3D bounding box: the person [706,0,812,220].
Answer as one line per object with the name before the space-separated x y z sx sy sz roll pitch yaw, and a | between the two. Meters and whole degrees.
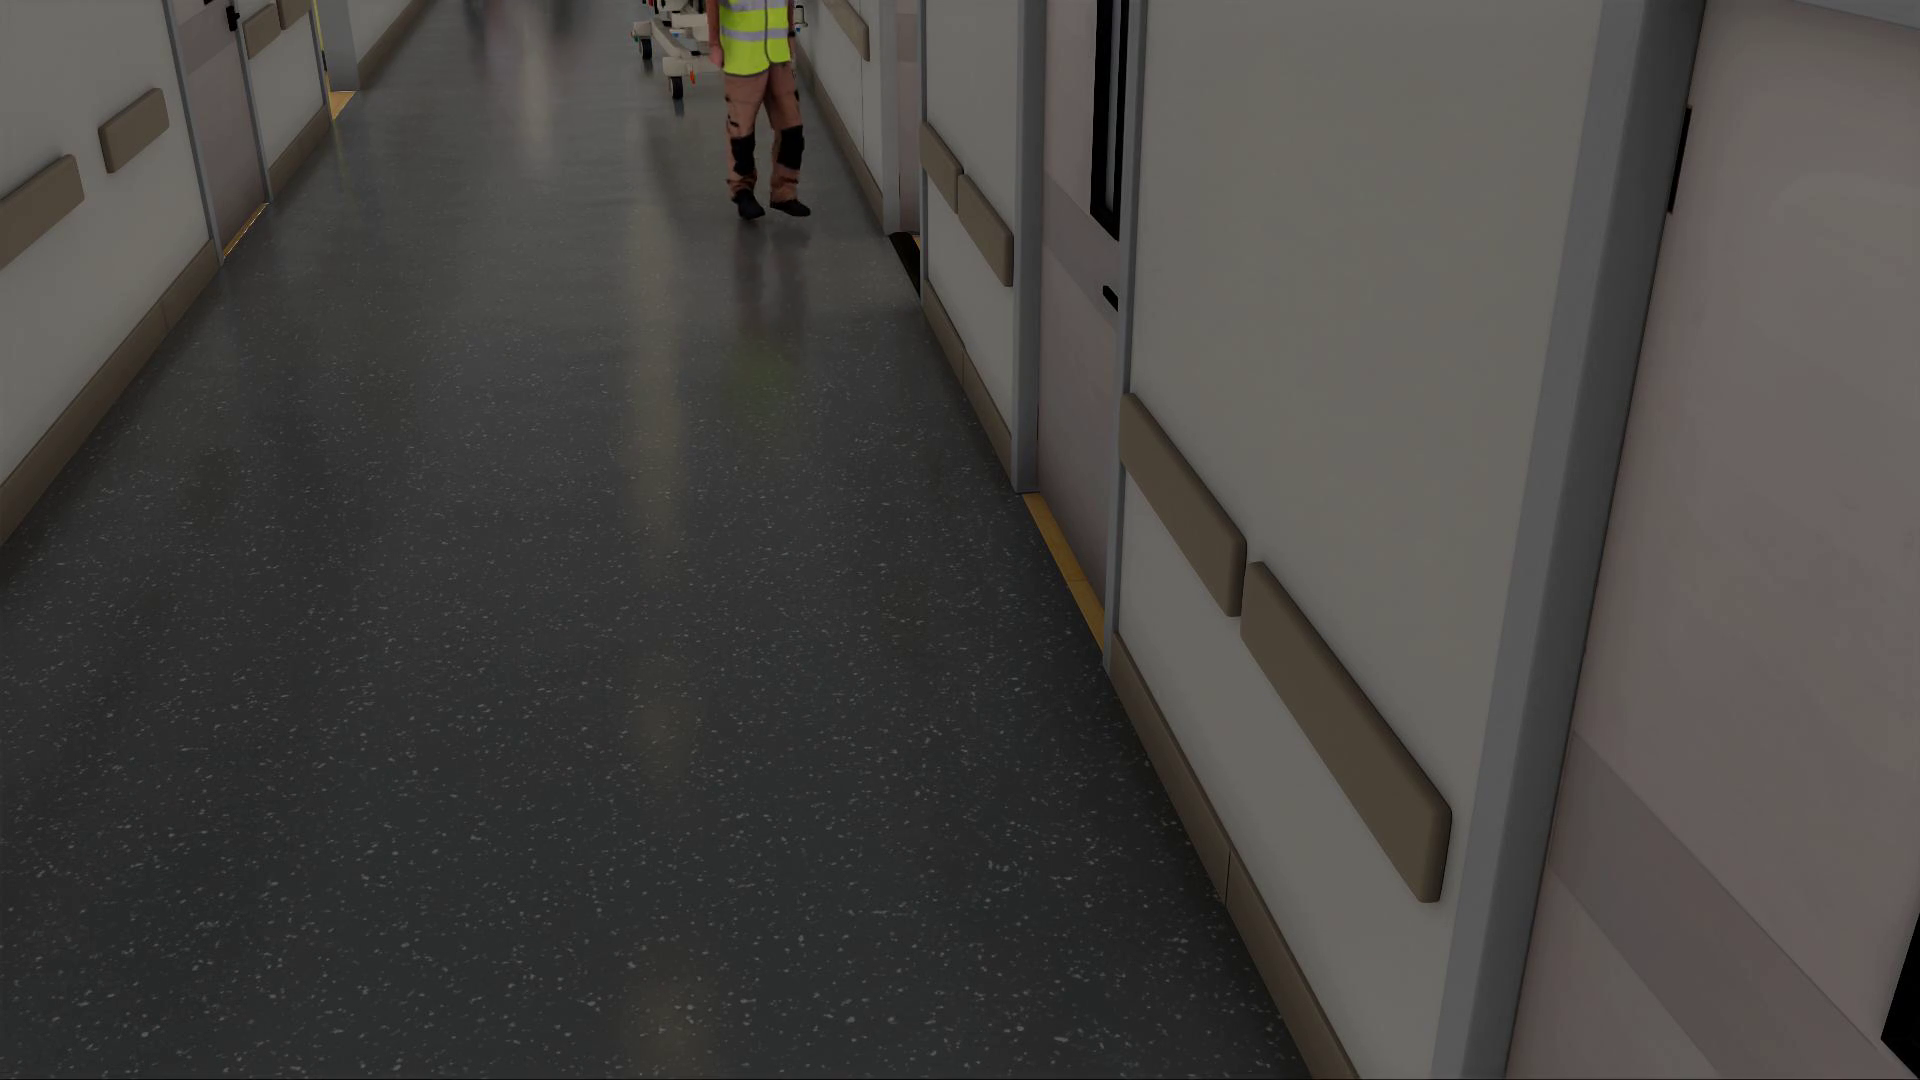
person | -1.144 -2.668 9.087 0.866 1.825 0.937 -15 30 -29
